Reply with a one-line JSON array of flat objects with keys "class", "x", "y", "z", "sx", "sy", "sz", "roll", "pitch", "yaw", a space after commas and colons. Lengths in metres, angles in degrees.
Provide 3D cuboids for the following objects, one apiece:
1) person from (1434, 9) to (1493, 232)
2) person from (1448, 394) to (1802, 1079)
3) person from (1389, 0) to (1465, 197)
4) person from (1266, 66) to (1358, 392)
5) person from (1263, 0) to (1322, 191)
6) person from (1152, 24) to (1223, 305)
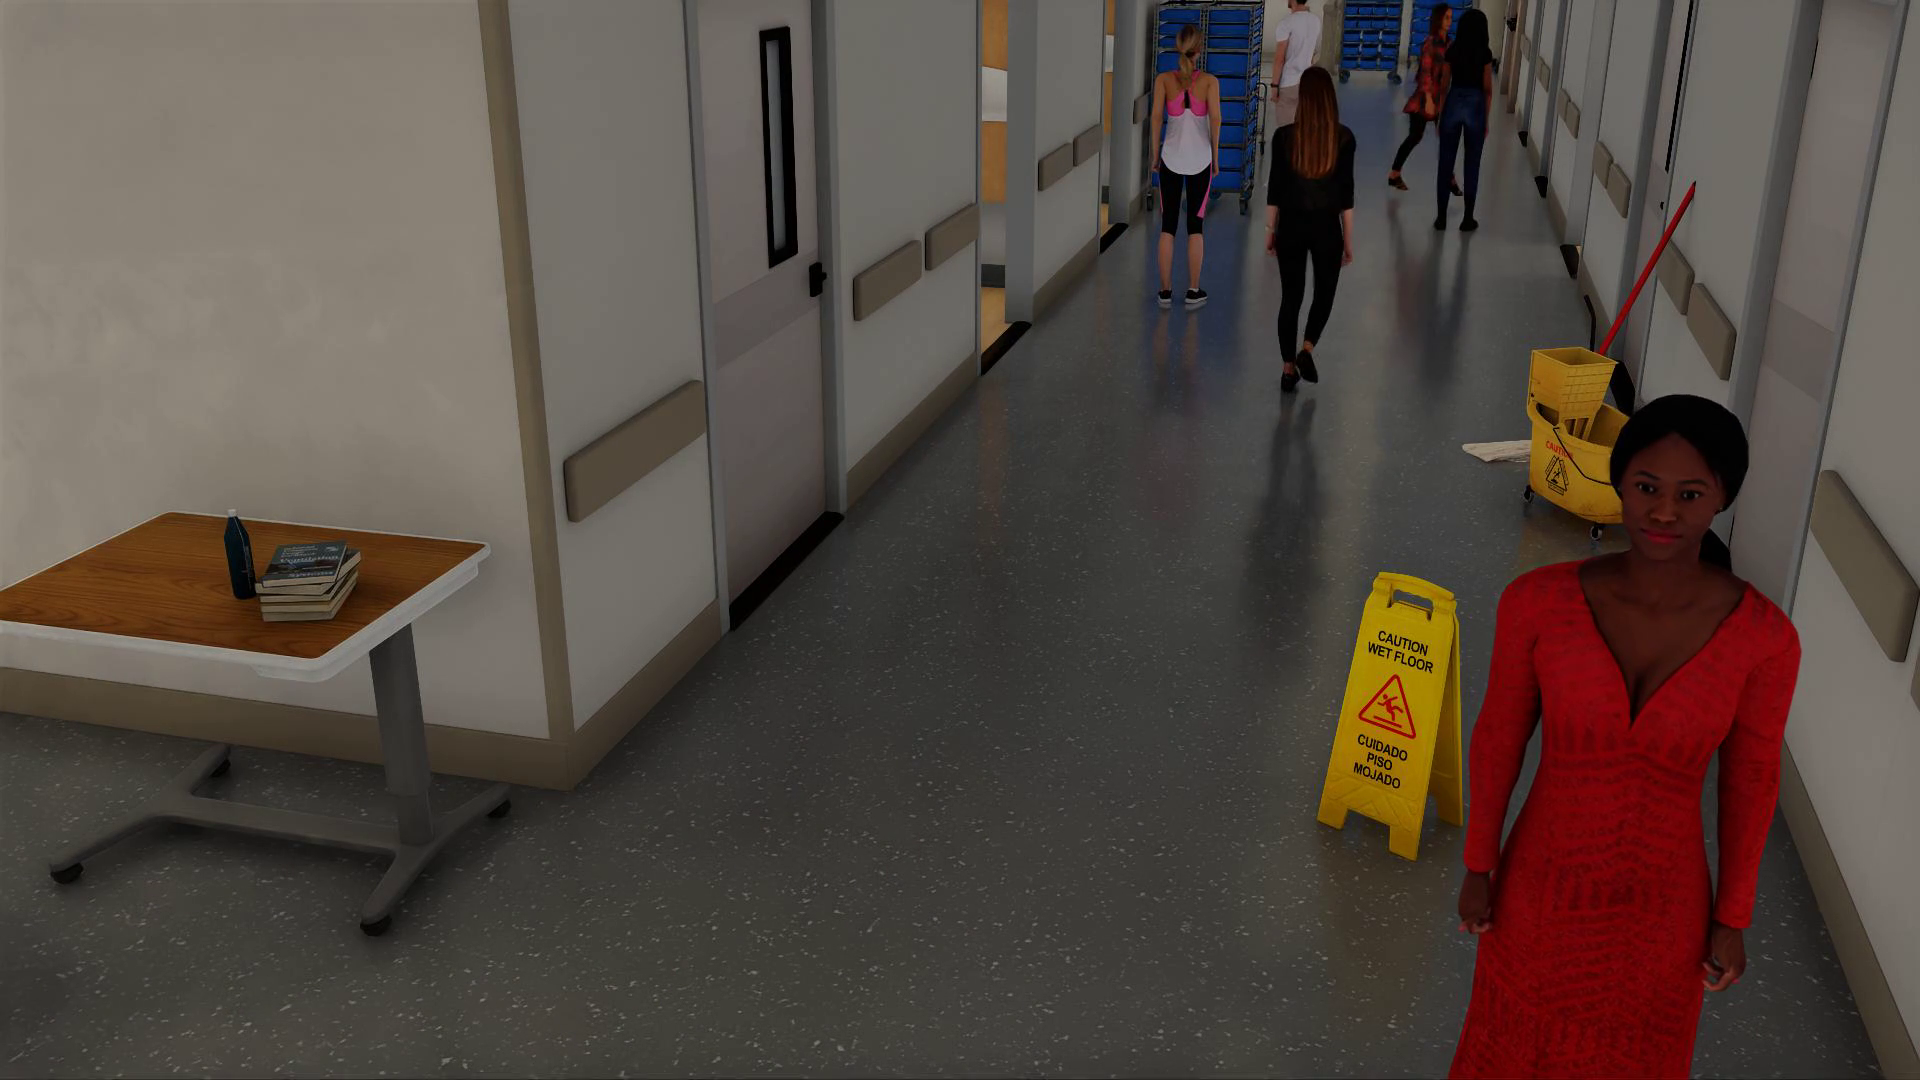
[{"class": "person", "x": 4.070, "y": -3.393, "z": 13.462, "sx": 0.590, "sy": 1.737, "sz": 0.556, "roll": 8, "pitch": 22, "yaw": 20}, {"class": "person", "x": 1.085, "y": 0.620, "z": 2.799, "sx": 0.646, "sy": 1.785, "sz": 0.629, "roll": 8, "pitch": 22, "yaw": 20}, {"class": "person", "x": 4.182, "y": -3.941, "z": 15.012, "sx": 1.061, "sy": 1.664, "sz": 1.050, "roll": -16, "pitch": 26, "yaw": -36}, {"class": "person", "x": 1.828, "y": -1.606, "z": 8.795, "sx": 0.626, "sy": 1.700, "sz": 0.636, "roll": 6, "pitch": 22, "yaw": 16}, {"class": "person", "x": 3.080, "y": -4.157, "z": 15.272, "sx": 0.758, "sy": 1.884, "sz": 0.829, "roll": -13, "pitch": 24, "yaw": -31}, {"class": "person", "x": 1.474, "y": -2.451, "z": 10.903, "sx": 0.594, "sy": 1.788, "sz": 0.504, "roll": 5, "pitch": 21, "yaw": 14}]
